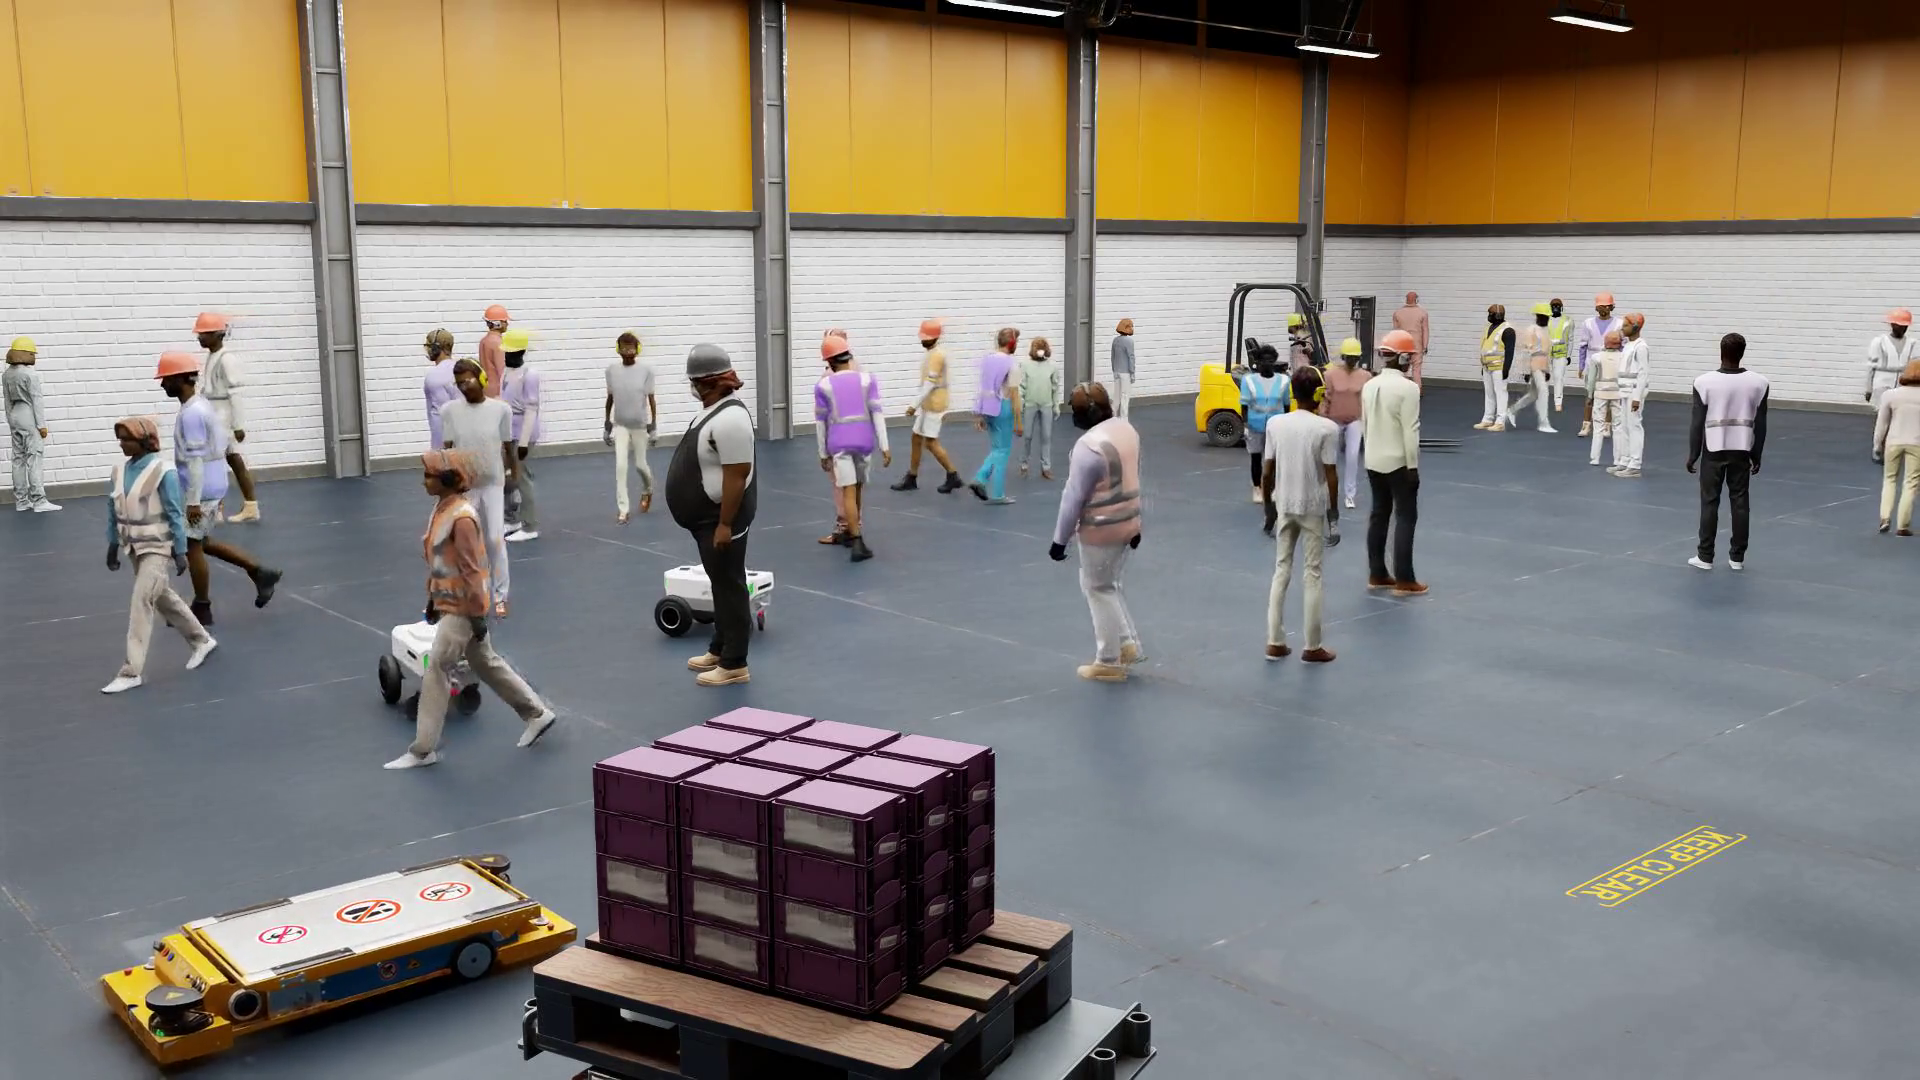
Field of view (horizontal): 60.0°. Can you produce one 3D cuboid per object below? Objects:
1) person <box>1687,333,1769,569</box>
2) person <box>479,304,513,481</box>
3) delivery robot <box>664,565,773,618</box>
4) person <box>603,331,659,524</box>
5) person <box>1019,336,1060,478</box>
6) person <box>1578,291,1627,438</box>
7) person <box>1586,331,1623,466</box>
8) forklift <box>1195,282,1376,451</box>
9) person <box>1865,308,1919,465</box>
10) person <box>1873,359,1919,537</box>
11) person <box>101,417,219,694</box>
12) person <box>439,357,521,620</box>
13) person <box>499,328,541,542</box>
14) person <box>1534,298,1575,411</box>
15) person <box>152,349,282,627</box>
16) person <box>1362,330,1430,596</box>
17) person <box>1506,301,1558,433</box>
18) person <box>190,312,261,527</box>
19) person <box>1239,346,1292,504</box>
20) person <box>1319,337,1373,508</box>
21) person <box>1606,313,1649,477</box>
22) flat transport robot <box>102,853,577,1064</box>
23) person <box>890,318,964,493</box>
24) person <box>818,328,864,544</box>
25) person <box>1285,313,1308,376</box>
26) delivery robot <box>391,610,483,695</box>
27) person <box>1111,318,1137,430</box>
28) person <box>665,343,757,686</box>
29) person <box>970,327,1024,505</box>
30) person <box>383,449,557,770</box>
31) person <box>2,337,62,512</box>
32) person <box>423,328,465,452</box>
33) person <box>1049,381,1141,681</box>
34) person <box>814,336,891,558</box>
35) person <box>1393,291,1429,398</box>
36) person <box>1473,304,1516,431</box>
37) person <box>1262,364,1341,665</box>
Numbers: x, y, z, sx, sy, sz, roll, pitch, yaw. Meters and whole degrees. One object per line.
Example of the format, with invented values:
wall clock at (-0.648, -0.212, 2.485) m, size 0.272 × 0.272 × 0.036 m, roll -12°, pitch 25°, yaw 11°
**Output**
person at (6.197, -0.711, 13.458) m, size 0.591 × 1.920 × 0.393 m, roll 1°, pitch 10°, yaw 7°
person at (-5.160, -1.629, 18.604) m, size 0.378 × 1.996 × 0.611 m, roll -7°, pitch 12°, yaw -35°
delivery robot at (-1.616, 0.315, 11.166) m, size 0.707 × 0.478 × 0.477 m, roll 4°, pitch 11°, yaw 22°
person at (-3.163, -1.105, 16.039) m, size 0.536 × 1.839 × 0.846 m, roll 0°, pitch 10°, yaw 0°
person at (0.891, -1.516, 19.010) m, size 0.507 × 1.633 × 0.270 m, roll -1°, pitch 10°, yaw -6°
person at (8.934, -2.431, 23.165) m, size 0.611 × 2.042 × 0.394 m, roll 6°, pitch 11°, yaw 30°
person at (7.847, -1.700, 20.089) m, size 0.534 × 1.629 × 0.336 m, roll 5°, pitch 11°, yaw 26°
forklift at (4.328, -2.346, 22.227) m, size 2.313 × 2.155 × 1.214 m, roll 3°, pitch 10°, yaw 16°
person at (11.373, -1.853, 20.230) m, size 0.549 × 1.896 × 0.842 m, roll 0°, pitch 10°, yaw 2°
person at (8.583, -0.832, 15.097) m, size 0.512 × 1.604 × 0.419 m, roll 8°, pitch 12°, yaw 38°
person at (-4.819, 0.050, 9.936) m, size 0.530 × 1.599 × 0.847 m, roll 5°, pitch 11°, yaw 27°
person at (-3.384, -0.385, 11.784) m, size 0.567 × 1.842 × 0.655 m, roll -1°, pitch 10°, yaw -6°
person at (-3.996, -0.920, 14.731) m, size 0.540 × 1.900 × 0.623 m, roll -8°, pitch 13°, yaw -39°
person at (9.705, -3.026, 27.236) m, size 0.626 × 1.847 × 0.429 m, roll 4°, pitch 10°, yaw 21°
person at (-5.129, -0.359, 11.430) m, size 0.664 × 1.910 × 0.578 m, roll -4°, pitch 10°, yaw -20°
person at (3.259, -0.580, 12.504) m, size 0.426 × 1.984 × 0.645 m, roll -4°, pitch 11°, yaw -23°
person at (8.341, -2.522, 24.156) m, size 0.591 × 1.885 × 0.915 m, roll -9°, pitch 13°, yaw -42°
person at (-7.014, -1.120, 15.596) m, size 0.831 × 2.012 × 0.625 m, roll -6°, pitch 12°, yaw -33°
person at (3.069, -1.135, 16.720) m, size 0.530 × 1.635 × 0.905 m, roll 1°, pitch 10°, yaw 7°
person at (3.924, -1.222, 17.000) m, size 0.544 × 1.725 × 0.739 m, roll 1°, pitch 10°, yaw 4°
person at (7.722, -1.661, 19.131) m, size 0.358 × 1.882 × 0.574 m, roll 1°, pitch 10°, yaw 6°
flat transport robot at (-2.144, 1.415, 5.829) m, size 1.431 × 0.197 × 0.652 m, roll -8°, pitch 13°, yaw -40°
person at (-0.332, -1.436, 17.809) m, size 0.725 × 1.883 × 0.545 m, roll -2°, pitch 10°, yaw -10°
person at (-1.072, -0.911, 14.690) m, size 0.399 × 1.902 × 0.643 m, roll 3°, pitch 10°, yaw 15°
person at (4.834, -2.324, 23.436) m, size 0.566 × 1.743 × 0.538 m, roll 4°, pitch 10°, yaw 22°
delivery robot at (-2.938, 0.628, 9.331) m, size 0.477 × 0.478 × 0.707 m, roll -6°, pitch 12°, yaw -32°
person at (2.393, -2.417, 24.281) m, size 0.267 × 1.632 × 0.507 m, roll -5°, pitch 11°, yaw -29°
person at (-1.478, -0.164, 9.897) m, size 0.536 × 2.000 × 0.672 m, roll -2°, pitch 10°, yaw -14°
person at (0.412, -1.245, 16.875) m, size 0.430 × 1.822 × 0.569 m, roll -5°, pitch 11°, yaw -29°
person at (-2.464, 0.324, 8.364) m, size 0.856 × 1.600 × 0.521 m, roll -5°, pitch 11°, yaw -26°
person at (-9.262, -1.147, 16.548) m, size 0.485 × 1.736 × 0.309 m, roll 4°, pitch 11°, yaw 24°
person at (-4.281, -0.802, 13.934) m, size 0.366 × 1.938 × 0.630 m, roll 1°, pitch 10°, yaw 7°
person at (0.814, -0.037, 9.853) m, size 0.490 × 1.813 × 0.666 m, roll 5°, pitch 11°, yaw 25°
person at (-0.912, -0.791, 14.120) m, size 0.620 × 1.865 × 0.960 m, roll -3°, pitch 10°, yaw -15°
person at (8.056, -3.482, 29.710) m, size 0.643 × 1.912 × 0.410 m, roll 5°, pitch 11°, yaw 28°
person at (7.784, -2.503, 24.190) m, size 0.430 × 1.841 × 0.624 m, roll -3°, pitch 10°, yaw -15°
person at (2.133, -0.157, 10.375) m, size 0.532 × 1.865 × 0.310 m, roll 8°, pitch 12°, yaw 38°
